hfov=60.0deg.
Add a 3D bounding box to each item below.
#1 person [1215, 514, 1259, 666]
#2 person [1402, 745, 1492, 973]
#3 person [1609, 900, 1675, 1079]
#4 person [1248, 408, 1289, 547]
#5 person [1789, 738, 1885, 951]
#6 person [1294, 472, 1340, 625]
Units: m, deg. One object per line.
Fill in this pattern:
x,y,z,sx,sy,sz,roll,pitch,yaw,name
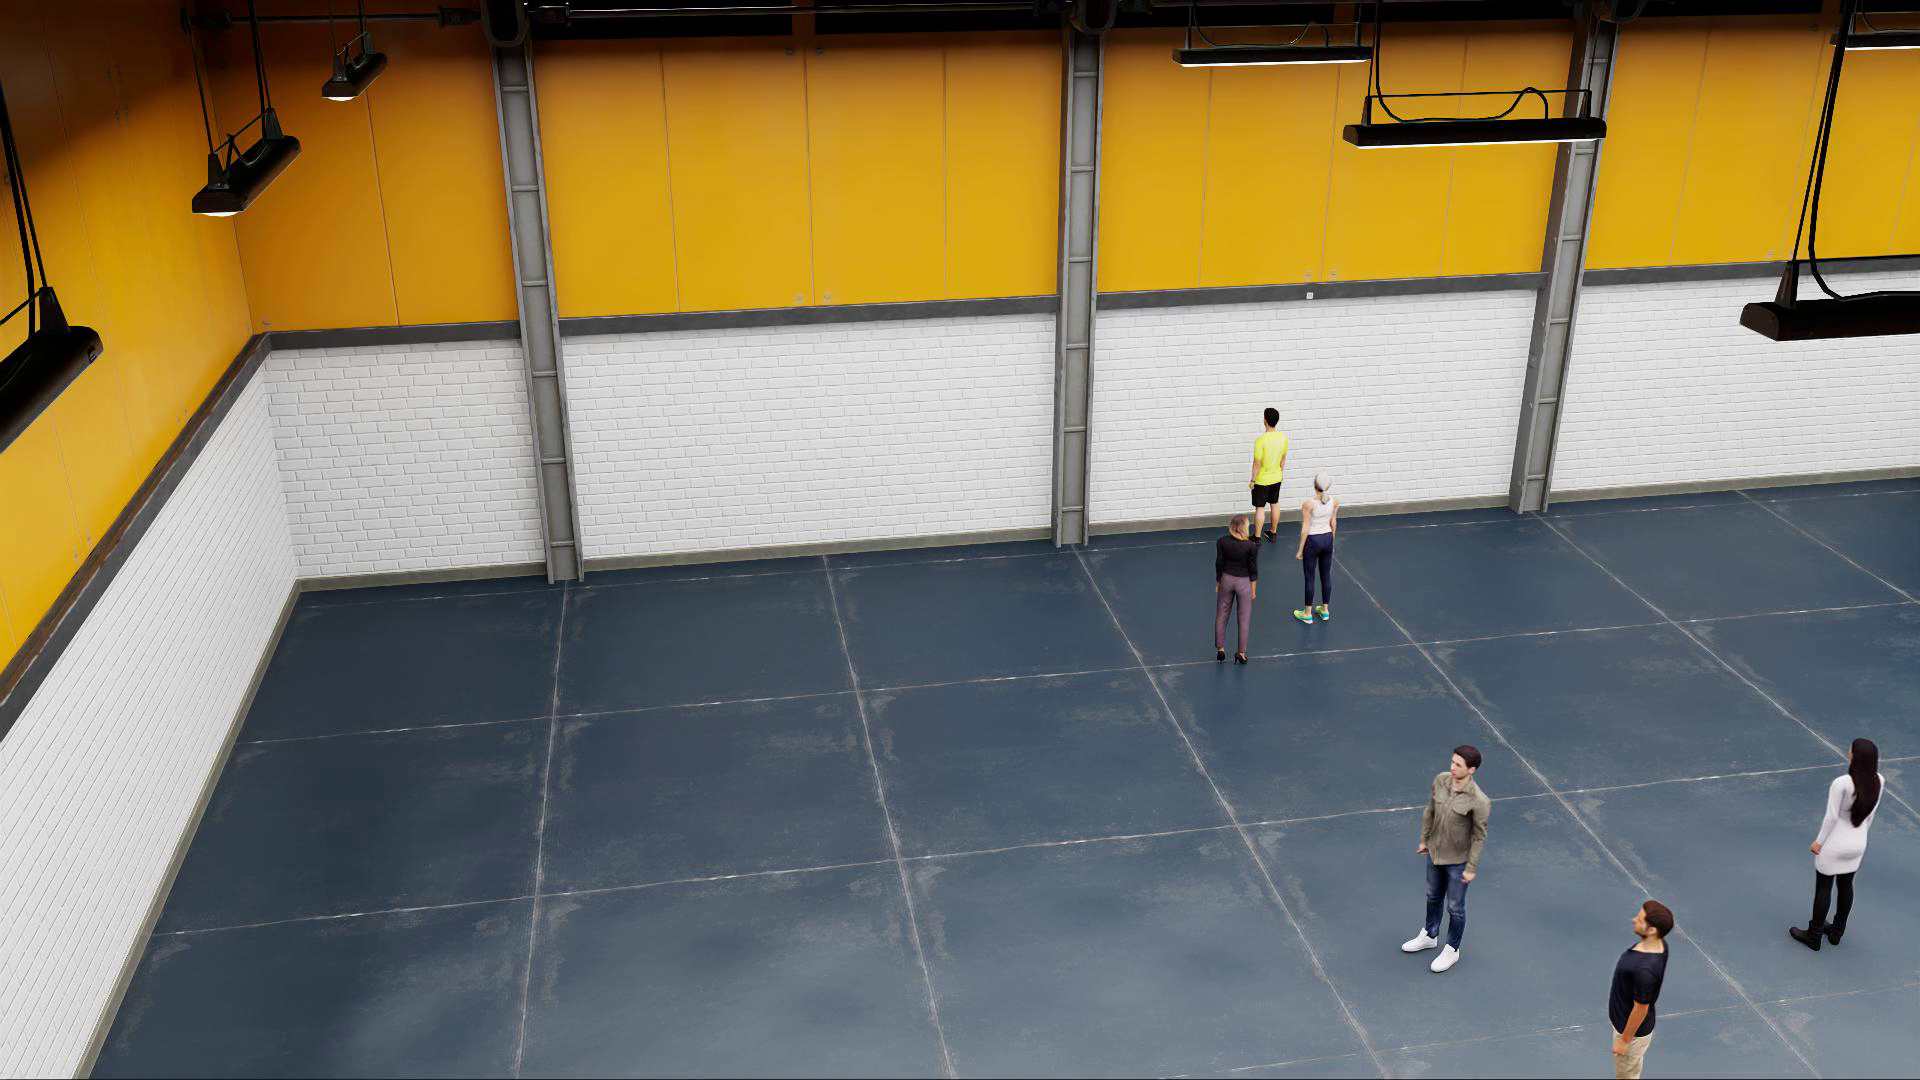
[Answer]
2.821,0.506,17.061,0.642,1.672,0.736,11,26,23,person
3.718,2.370,12.556,0.732,1.865,0.783,-14,27,-29,person
4.383,3.136,10.810,0.724,1.859,0.705,11,26,24,person
3.694,-0.768,19.930,0.570,1.709,0.735,-11,26,-23,person
6.750,2.324,12.733,0.478,1.808,0.688,-6,24,-14,person
3.874,0.074,18.013,0.528,1.701,0.698,-9,25,-19,person
